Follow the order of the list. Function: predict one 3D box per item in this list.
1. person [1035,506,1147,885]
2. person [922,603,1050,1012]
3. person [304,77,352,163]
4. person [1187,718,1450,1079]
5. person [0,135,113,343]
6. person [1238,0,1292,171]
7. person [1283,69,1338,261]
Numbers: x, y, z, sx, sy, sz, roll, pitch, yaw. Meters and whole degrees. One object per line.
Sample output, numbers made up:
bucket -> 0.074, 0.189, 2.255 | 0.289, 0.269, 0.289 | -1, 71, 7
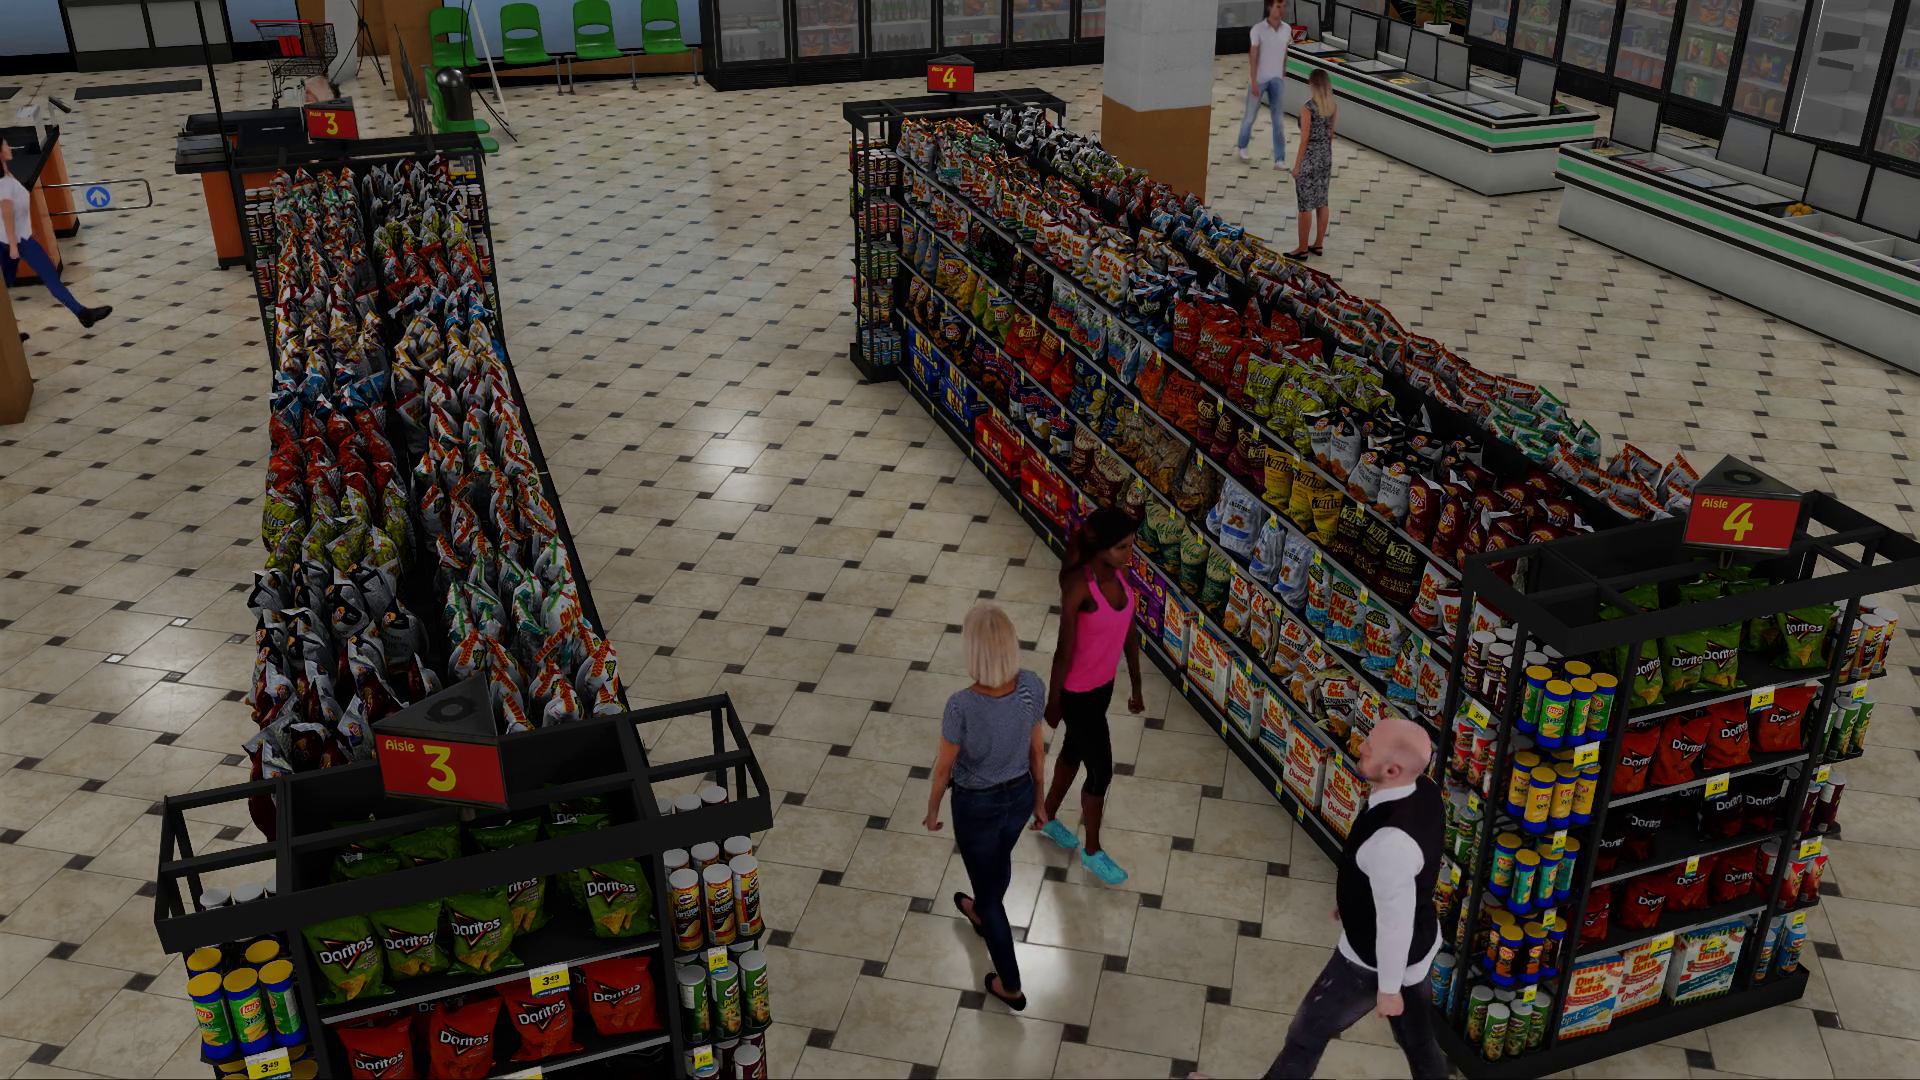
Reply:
person -> 0.482, 0.605, 7.186 | 0.778, 1.695, 0.906 | -24, 35, -38
person -> 0.151, 1.049, 6.311 | 0.687, 1.695, 0.979 | -13, 30, -24
person -> -5.429, -3.225, 14.696 | 0.791, 1.734, 0.839 | 20, 33, 34
person -> 1.492, 1.408, 5.509 | 1.242, 1.779, 1.174 | 12, 29, 22
person -> -7.440, -2.276, 12.931 | 1.126, 1.638, 0.984 | 24, 35, 39
person -> 3.264, -4.954, 18.026 | 0.738, 1.805, 1.203 | -6, 28, -12
person -> 3.213, -3.394, 15.063 | 0.609, 1.703, 0.566 | -16, 31, -28
